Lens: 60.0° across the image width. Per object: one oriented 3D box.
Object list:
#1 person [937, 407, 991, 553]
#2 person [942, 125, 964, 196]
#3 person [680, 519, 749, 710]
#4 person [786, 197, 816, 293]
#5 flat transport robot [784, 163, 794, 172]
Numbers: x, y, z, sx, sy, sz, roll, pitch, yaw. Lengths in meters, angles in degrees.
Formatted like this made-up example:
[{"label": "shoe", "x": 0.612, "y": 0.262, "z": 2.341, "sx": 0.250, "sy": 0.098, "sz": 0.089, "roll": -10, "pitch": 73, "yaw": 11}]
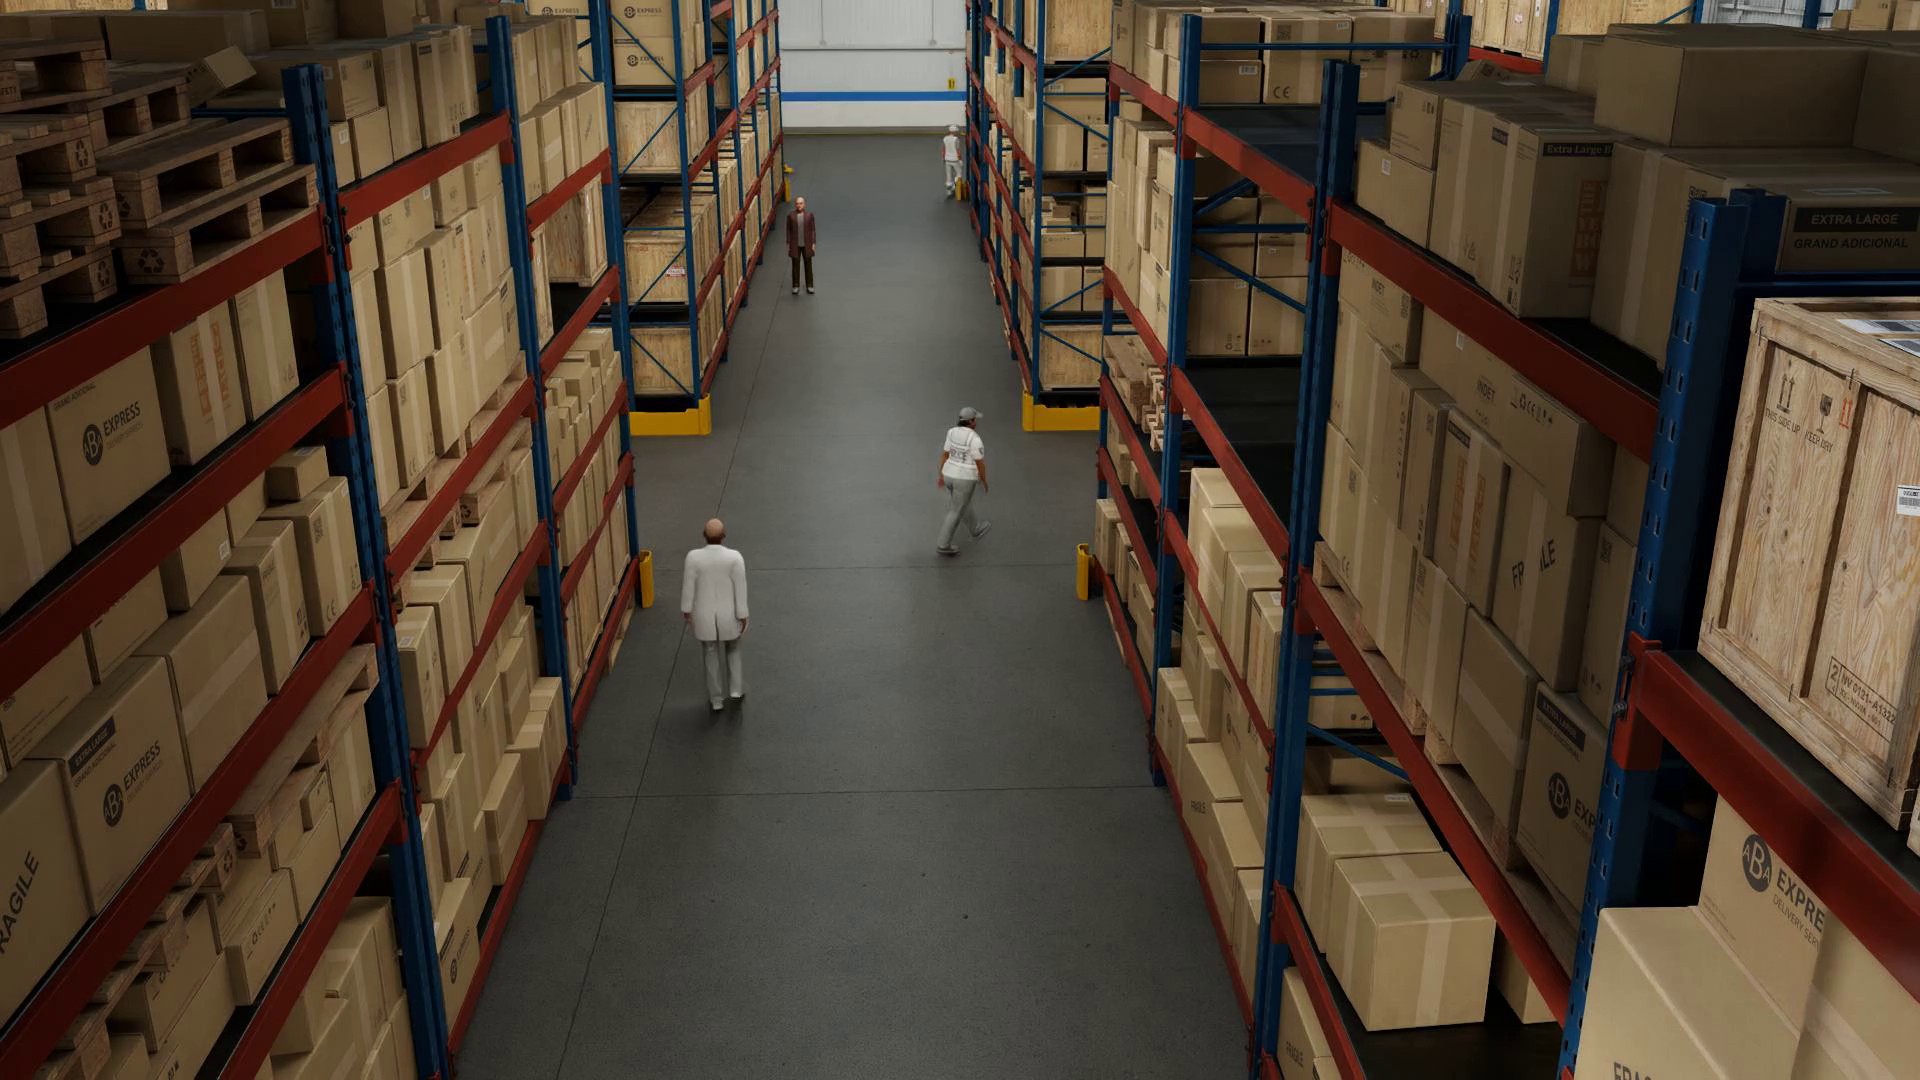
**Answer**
[{"label": "person", "x": 0.080, "y": -0.696, "z": 18.508, "sx": 0.929, "sy": 1.618, "sz": 0.507, "roll": -17, "pitch": 26, "yaw": -38}, {"label": "person", "x": -0.190, "y": -9.642, "z": 42.272, "sx": 0.597, "sy": 1.788, "sz": 0.451, "roll": 13, "pitch": 24, "yaw": 31}, {"label": "person", "x": -2.183, "y": 0.611, "z": 14.818, "sx": 0.601, "sy": 1.795, "sz": 0.575, "roll": -2, "pitch": 21, "yaw": -6}, {"label": "person", "x": -2.994, "y": -5.557, "z": 31.364, "sx": 0.565, "sy": 1.780, "sz": 0.416, "roll": -2, "pitch": 21, "yaw": -6}, {"label": "flat transport robot", "x": -5.421, "y": -10.345, "z": 46.432, "sx": 1.431, "sy": 0.246, "sz": 0.659, "roll": -12, "pitch": 24, "yaw": -29}]
